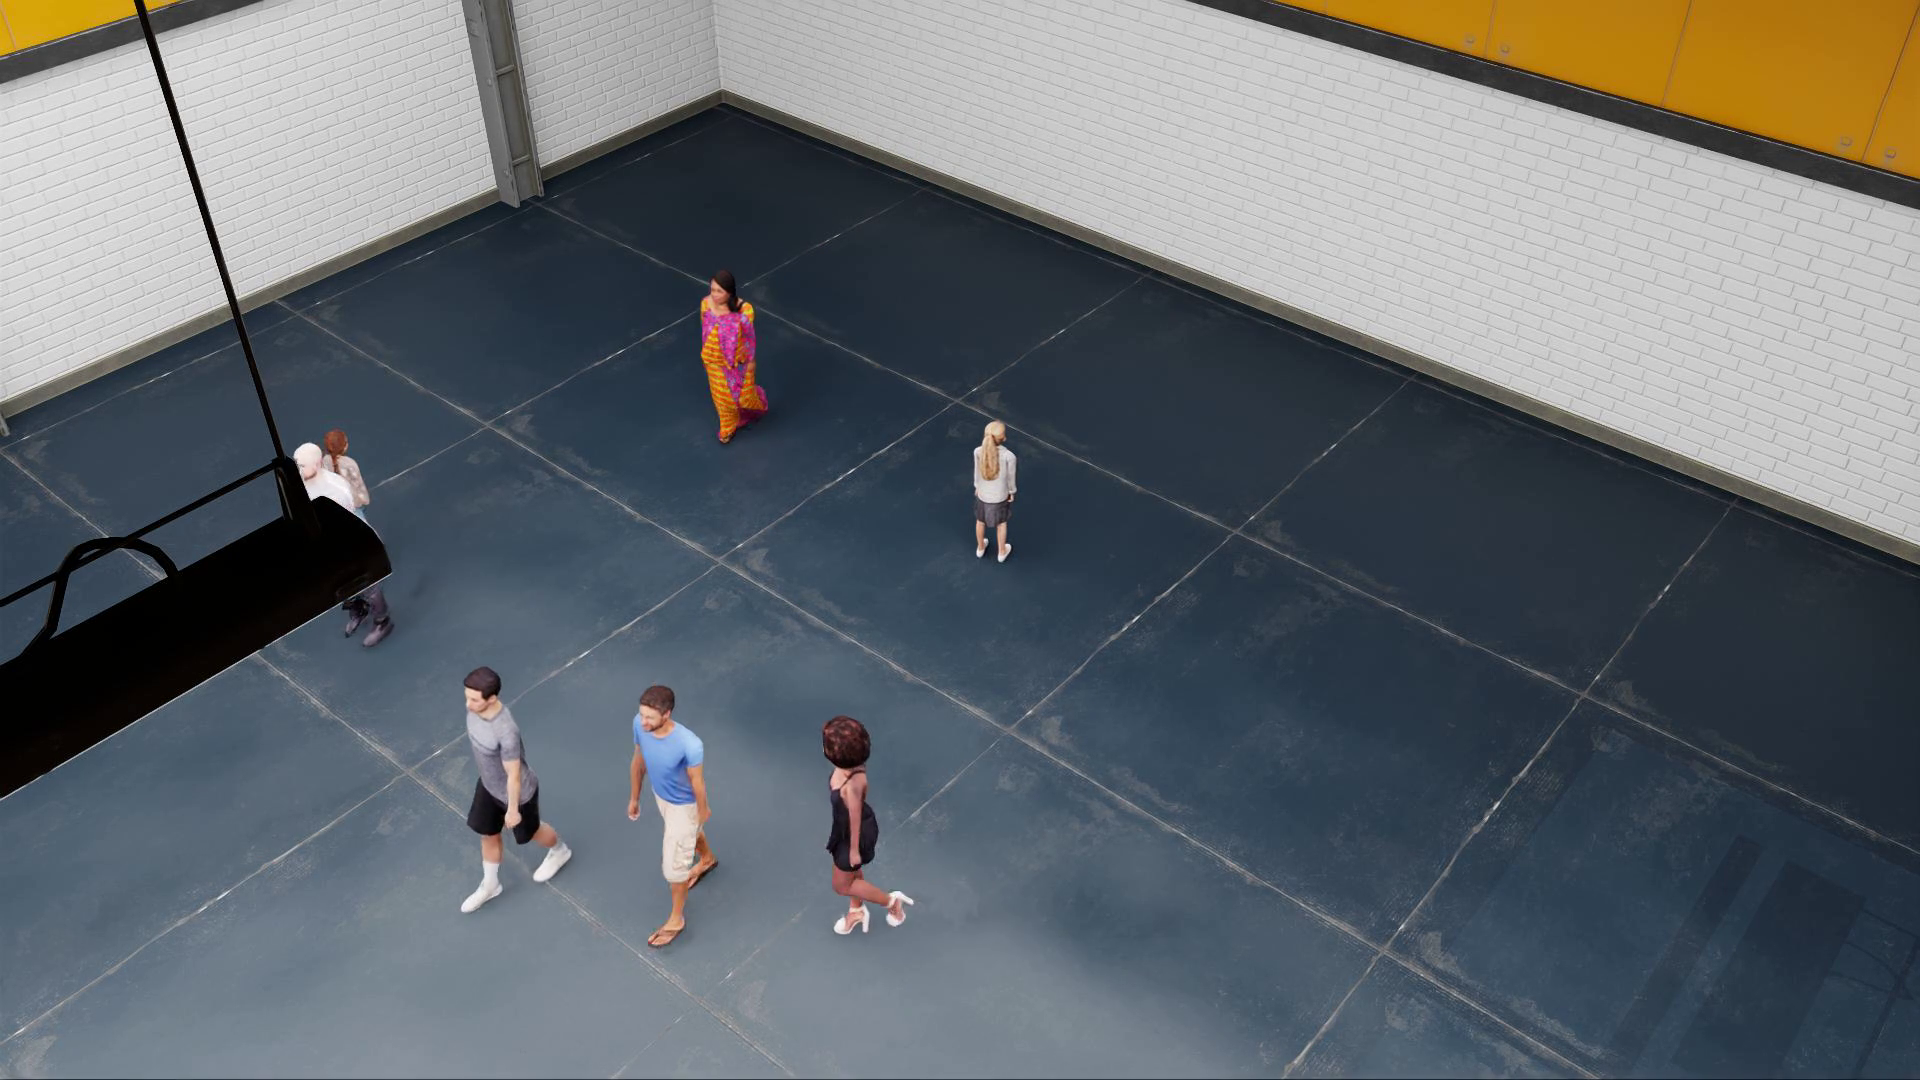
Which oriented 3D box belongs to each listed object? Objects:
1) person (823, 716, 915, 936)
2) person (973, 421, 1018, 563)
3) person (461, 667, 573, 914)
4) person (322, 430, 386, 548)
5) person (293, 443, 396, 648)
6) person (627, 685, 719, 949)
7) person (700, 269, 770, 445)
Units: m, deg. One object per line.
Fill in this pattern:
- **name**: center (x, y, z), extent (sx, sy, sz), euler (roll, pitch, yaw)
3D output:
- **person**: center (-0.552, 1.751, 9.983), extent (0.865, 1.779, 0.787), euler (-9, 39, -11)
- **person**: center (0.258, -0.391, 13.069), extent (0.582, 1.275, 0.621), euler (9, 39, 11)
- **person**: center (-2.725, 1.476, 10.272), extent (0.715, 1.848, 1.013), euler (32, 48, 33)
- **person**: center (-4.822, -0.351, 13.083), extent (0.540, 1.195, 0.568), euler (9, 39, 11)
- **person**: center (-4.456, -0.018, 12.171), extent (0.740, 1.813, 0.741), euler (15, 41, 18)
- **person**: center (-1.677, 1.515, 10.233), extent (0.652, 1.835, 1.013), euler (27, 46, 30)
- **person**: center (-1.952, -1.618, 14.294), extent (0.785, 1.663, 0.894), euler (14, 41, 16)
